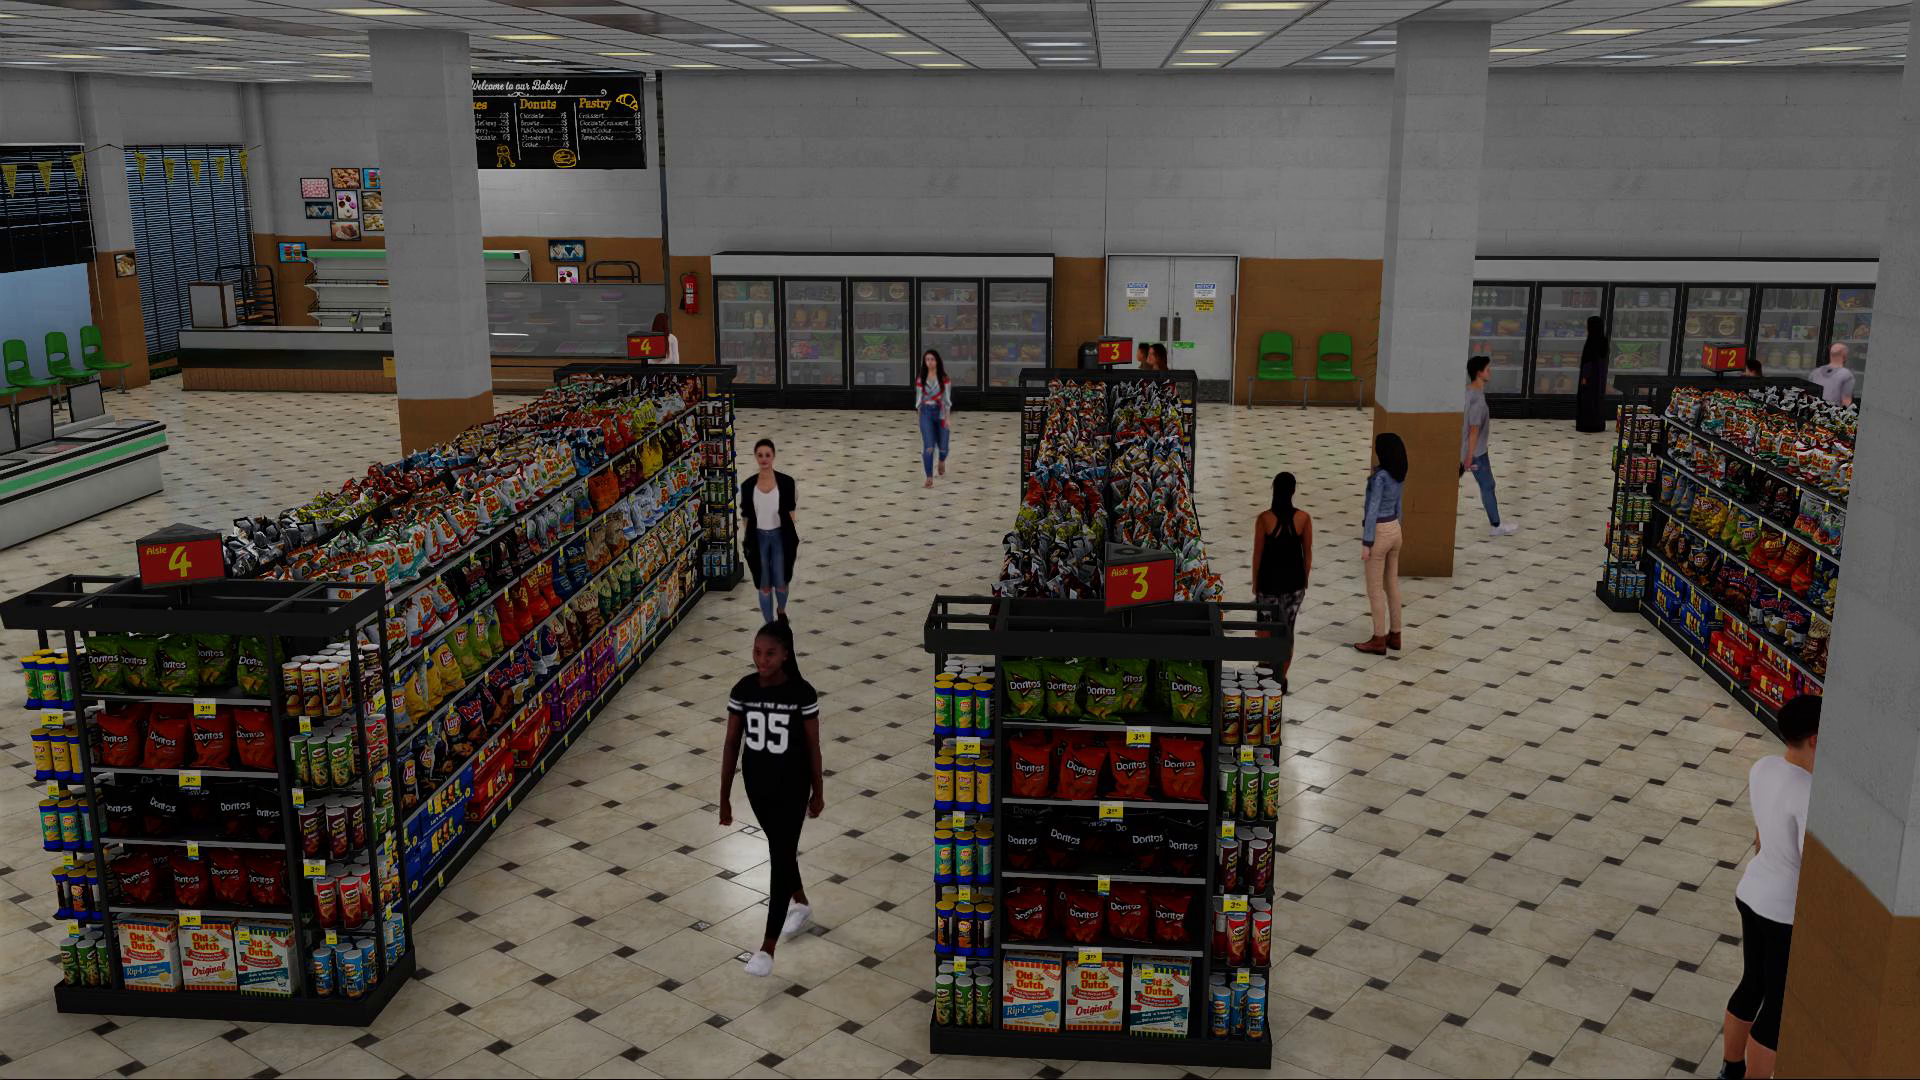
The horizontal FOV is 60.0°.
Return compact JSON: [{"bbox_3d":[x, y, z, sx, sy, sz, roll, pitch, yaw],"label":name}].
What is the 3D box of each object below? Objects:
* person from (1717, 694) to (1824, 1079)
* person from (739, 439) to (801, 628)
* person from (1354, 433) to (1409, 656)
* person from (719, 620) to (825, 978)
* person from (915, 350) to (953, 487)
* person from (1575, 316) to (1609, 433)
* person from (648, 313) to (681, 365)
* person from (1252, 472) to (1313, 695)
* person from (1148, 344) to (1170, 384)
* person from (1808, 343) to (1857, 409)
[{"bbox_3d":[3.382,1.514,6.881,0.736,1.848,0.544,-1,14,-3],"label":"person"},{"bbox_3d":[-1.533,-0.007,13.515,0.648,1.678,0.696,0,14,1],"label":"person"},{"bbox_3d":[3.365,0.021,13.204,0.696,1.769,0.765,-12,18,-41],"label":"person"},{"bbox_3d":[-0.892,1.245,8.340,0.772,1.683,1.193,4,14,15],"label":"person"},{"bbox_3d":[-0.286,-1.442,19.613,0.607,1.592,0.953,1,14,3],"label":"person"},{"bbox_3d":[8.817,-2.310,23.149,0.719,1.611,0.779,-11,18,-39],"label":"person"},{"bbox_3d":[-3.945,-2.146,22.160,0.595,1.759,0.483,1,14,6],"label":"person"},{"bbox_3d":[2.365,0.320,12.228,0.589,1.649,0.698,2,14,6],"label":"person"},{"bbox_3d":[2.332,-1.318,18.747,0.935,1.758,1.047,-5,14,-18],"label":"person"},{"bbox_3d":[9.478,-1.236,18.369,1.175,1.778,1.292,-8,16,-29],"label":"person"}]
